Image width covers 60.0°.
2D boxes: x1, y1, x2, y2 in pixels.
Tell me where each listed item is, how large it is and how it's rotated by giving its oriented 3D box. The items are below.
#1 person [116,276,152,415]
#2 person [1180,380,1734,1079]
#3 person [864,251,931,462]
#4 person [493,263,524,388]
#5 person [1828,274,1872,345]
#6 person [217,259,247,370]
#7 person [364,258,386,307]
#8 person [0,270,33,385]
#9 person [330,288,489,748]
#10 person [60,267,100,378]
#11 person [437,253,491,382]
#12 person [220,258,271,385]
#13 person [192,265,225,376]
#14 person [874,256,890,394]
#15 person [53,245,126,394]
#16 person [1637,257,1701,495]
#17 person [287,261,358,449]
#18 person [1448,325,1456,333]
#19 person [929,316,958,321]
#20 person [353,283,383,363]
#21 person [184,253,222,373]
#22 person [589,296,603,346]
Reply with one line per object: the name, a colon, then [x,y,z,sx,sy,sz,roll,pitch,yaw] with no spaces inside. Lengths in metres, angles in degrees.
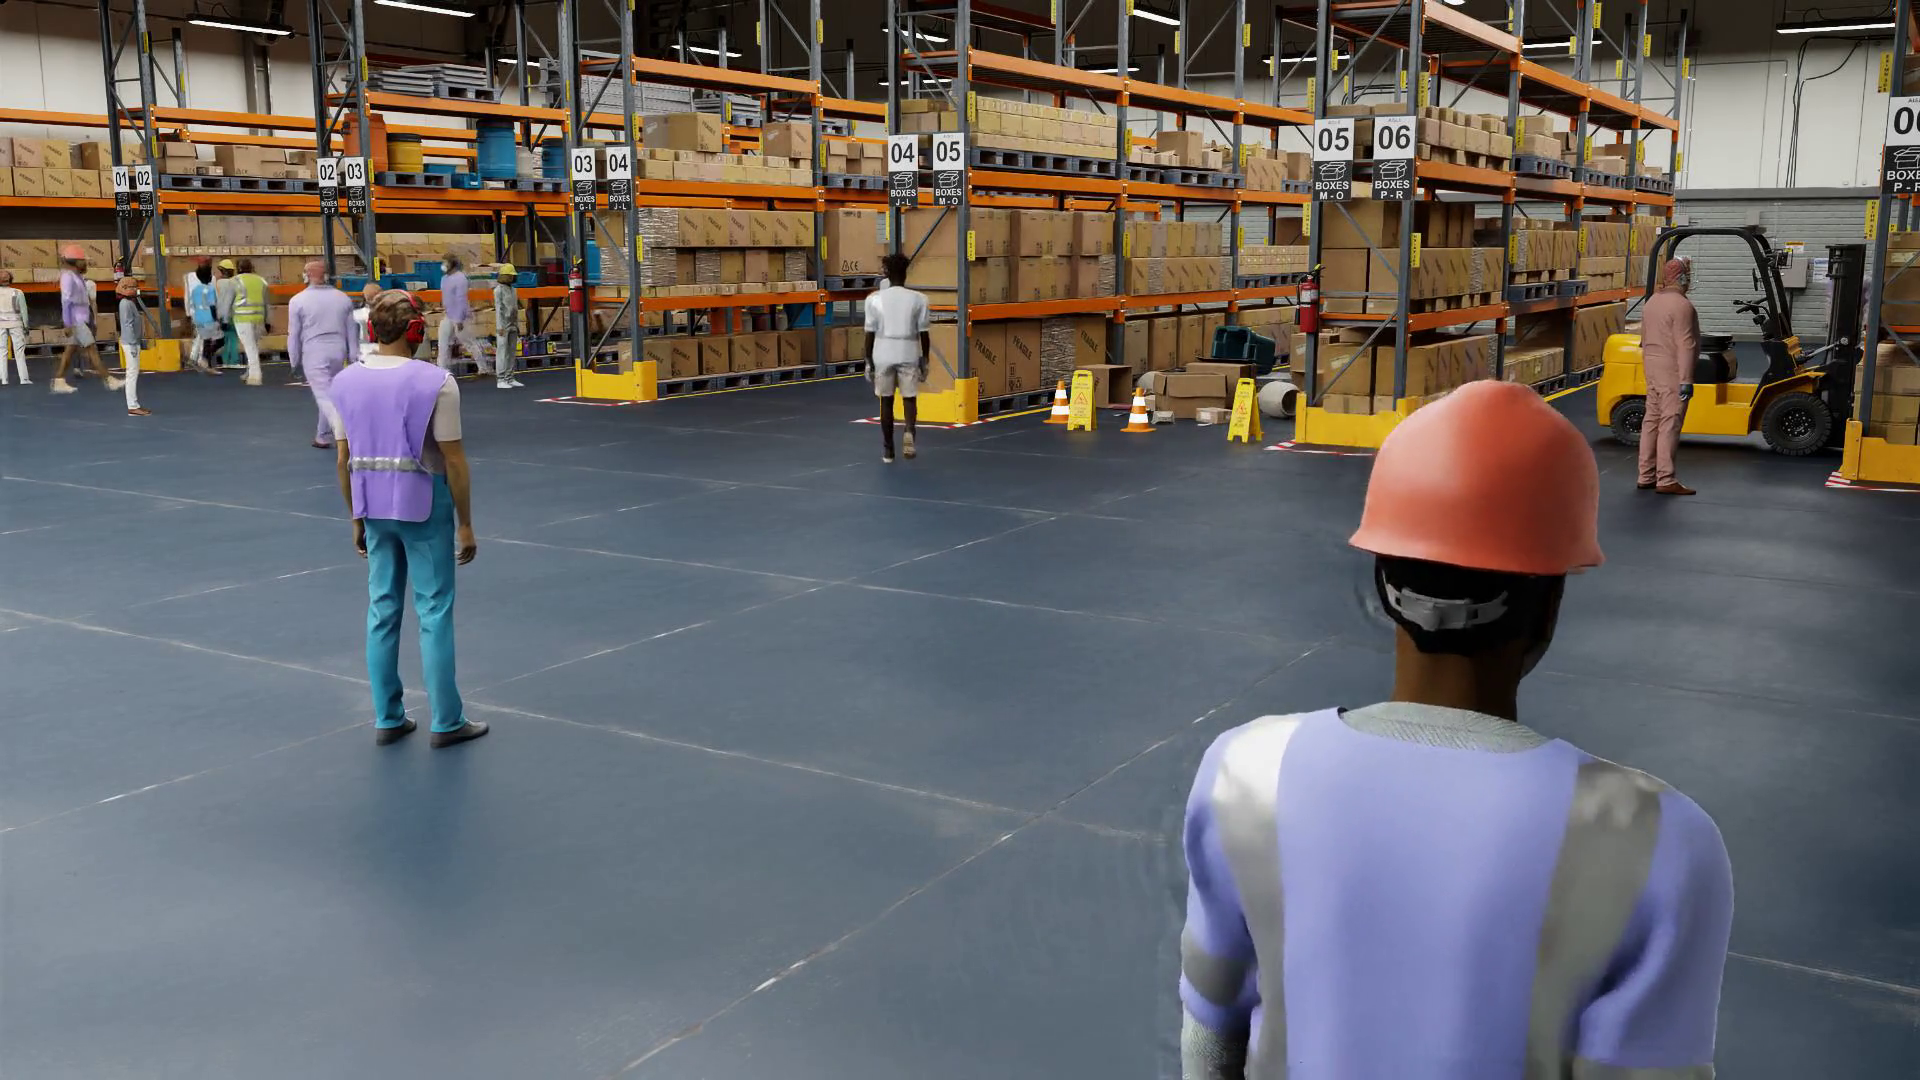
person: [-9.764,-2.287,19.641,0.276,1.633,0.507,-5,11,-24]
person: [0.496,0.774,1.798,0.565,1.883,0.984,6,12,30]
person: [-0.579,-1.661,15.263,0.619,1.952,0.514,-1,10,-4]
person: [-6.337,-3.005,23.359,0.325,1.740,0.492,3,11,17]
person: [12.747,-3.179,23.854,0.584,1.918,0.403,6,12,29]
person: [-11.743,-3.618,26.737,0.539,1.758,0.342,8,13,37]
person: [-9.059,-3.490,25.948,0.639,1.797,0.945,5,11,27]
person: [-13.562,-3.019,23.722,0.514,1.641,0.309,-3,10,-14]
person: [-2.216,-0.075,6.652,0.567,1.846,0.389,2,10,13]
person: [-13.321,-3.349,25.178,0.508,1.792,0.983,-4,11,-21]
person: [-7.292,-3.217,24.143,0.645,1.896,1.005,9,14,43]
person: [-10.318,-3.139,23.940,0.859,1.808,0.649,6,12,30]
person: [-11.410,-3.315,25.223,0.550,1.686,0.370,8,13,37]
person: [-0.897,-2.862,22.220,0.512,1.864,0.336,8,13,39]
person: [-11.789,-2.958,22.398,1.031,1.984,0.630,-3,11,-16]
person: [5.773,-1.326,13.481,0.409,1.910,0.651,-1,10,-5]
person: [-6.138,-1.761,16.094,0.967,1.860,0.648,9,13,40]
person: [9.888,-4.878,33.641,0.924,1.815,0.547,5,11,25]
person: [-0.277,-3.026,22.663,0.604,2.038,0.403,2,10,10]
person: [-5.941,-1.797,16.931,0.516,1.626,0.374,-6,12,-32]
person: [-11.836,-3.546,26.043,0.603,1.862,0.401,4,11,21]
person: [-7.250,-4.731,32.532,0.587,1.911,0.713,6,12,30]
